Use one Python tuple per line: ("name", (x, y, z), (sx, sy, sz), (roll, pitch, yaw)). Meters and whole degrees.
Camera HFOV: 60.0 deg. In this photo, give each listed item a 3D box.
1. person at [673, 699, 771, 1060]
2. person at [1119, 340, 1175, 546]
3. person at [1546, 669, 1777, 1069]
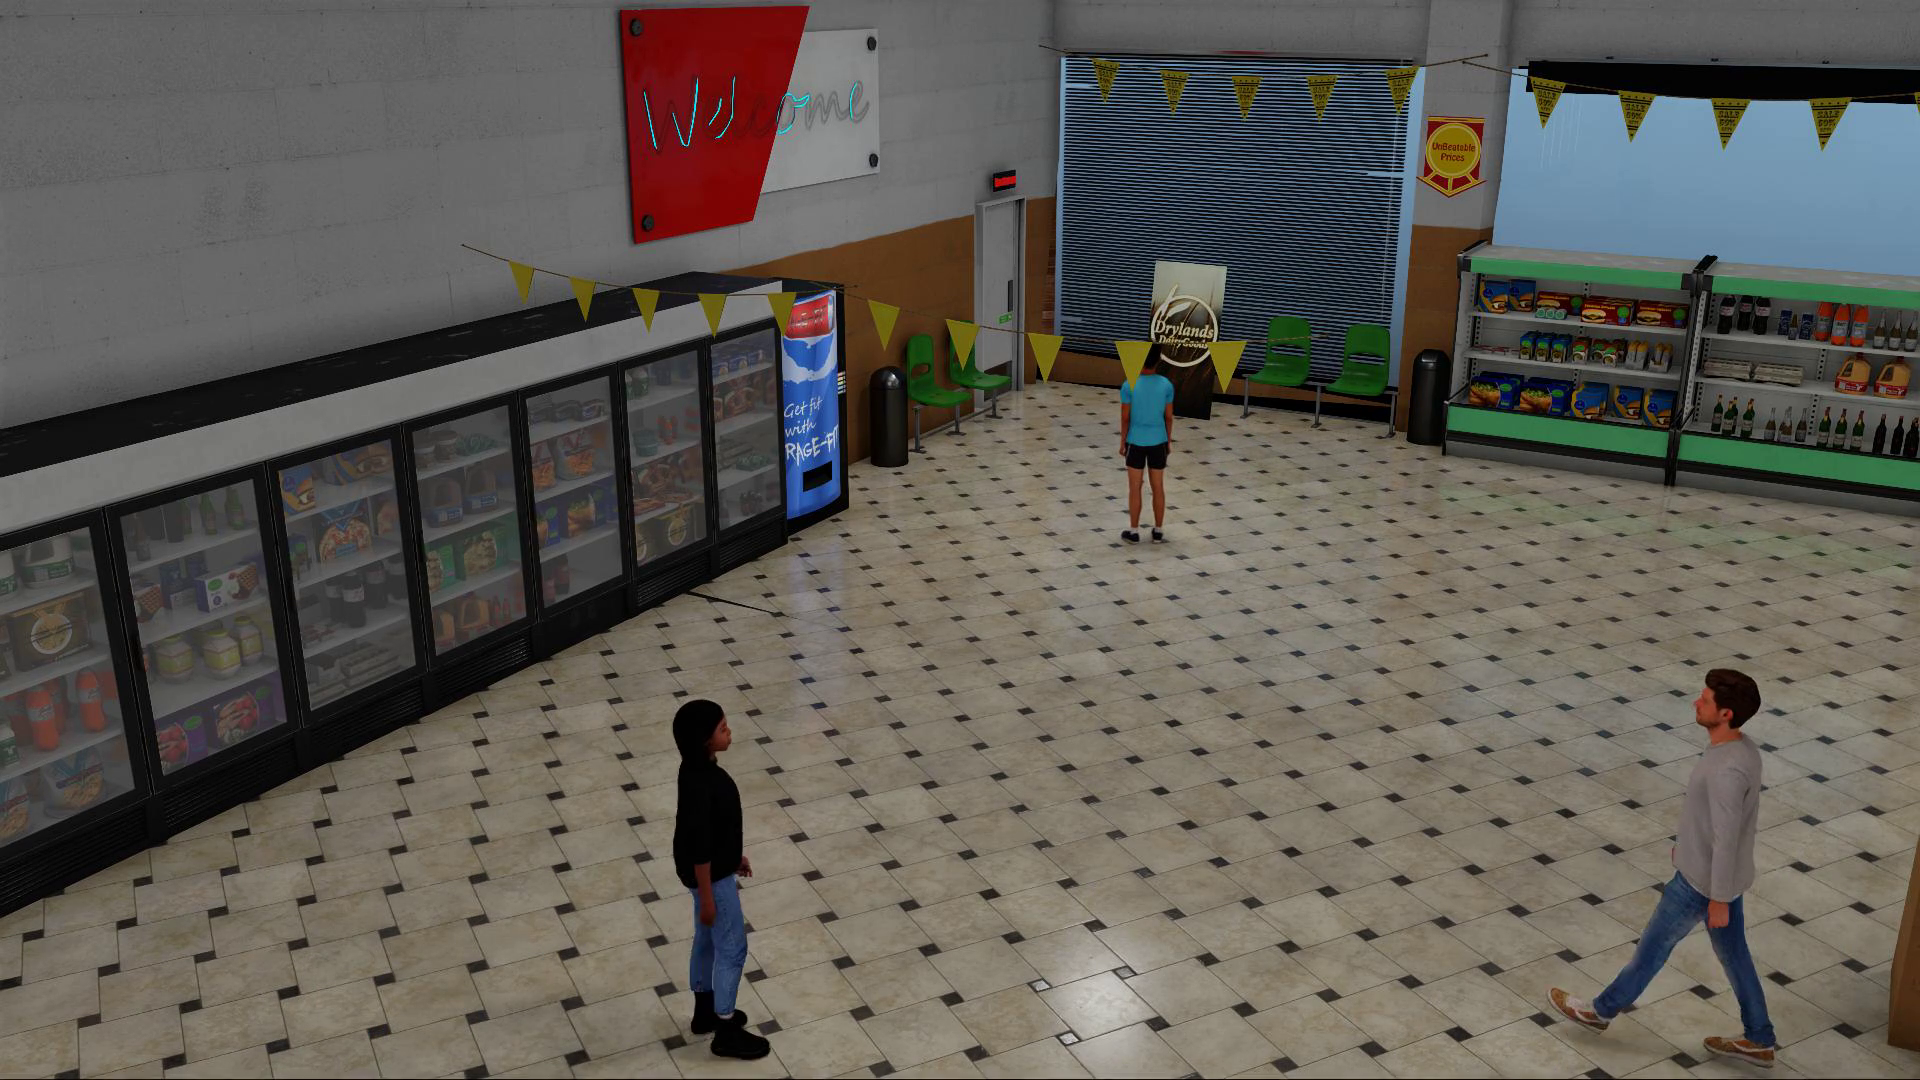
("person", (-1.175, 1.510, 7.456), (0.771, 1.689, 0.713), (-4, 19, -12))
("person", (1.605, -0.834, 14.270), (0.662, 1.777, 0.751), (-2, 19, -7))
("person", (3.370, 1.495, 7.249), (1.172, 1.849, 0.674), (10, 21, 28))
